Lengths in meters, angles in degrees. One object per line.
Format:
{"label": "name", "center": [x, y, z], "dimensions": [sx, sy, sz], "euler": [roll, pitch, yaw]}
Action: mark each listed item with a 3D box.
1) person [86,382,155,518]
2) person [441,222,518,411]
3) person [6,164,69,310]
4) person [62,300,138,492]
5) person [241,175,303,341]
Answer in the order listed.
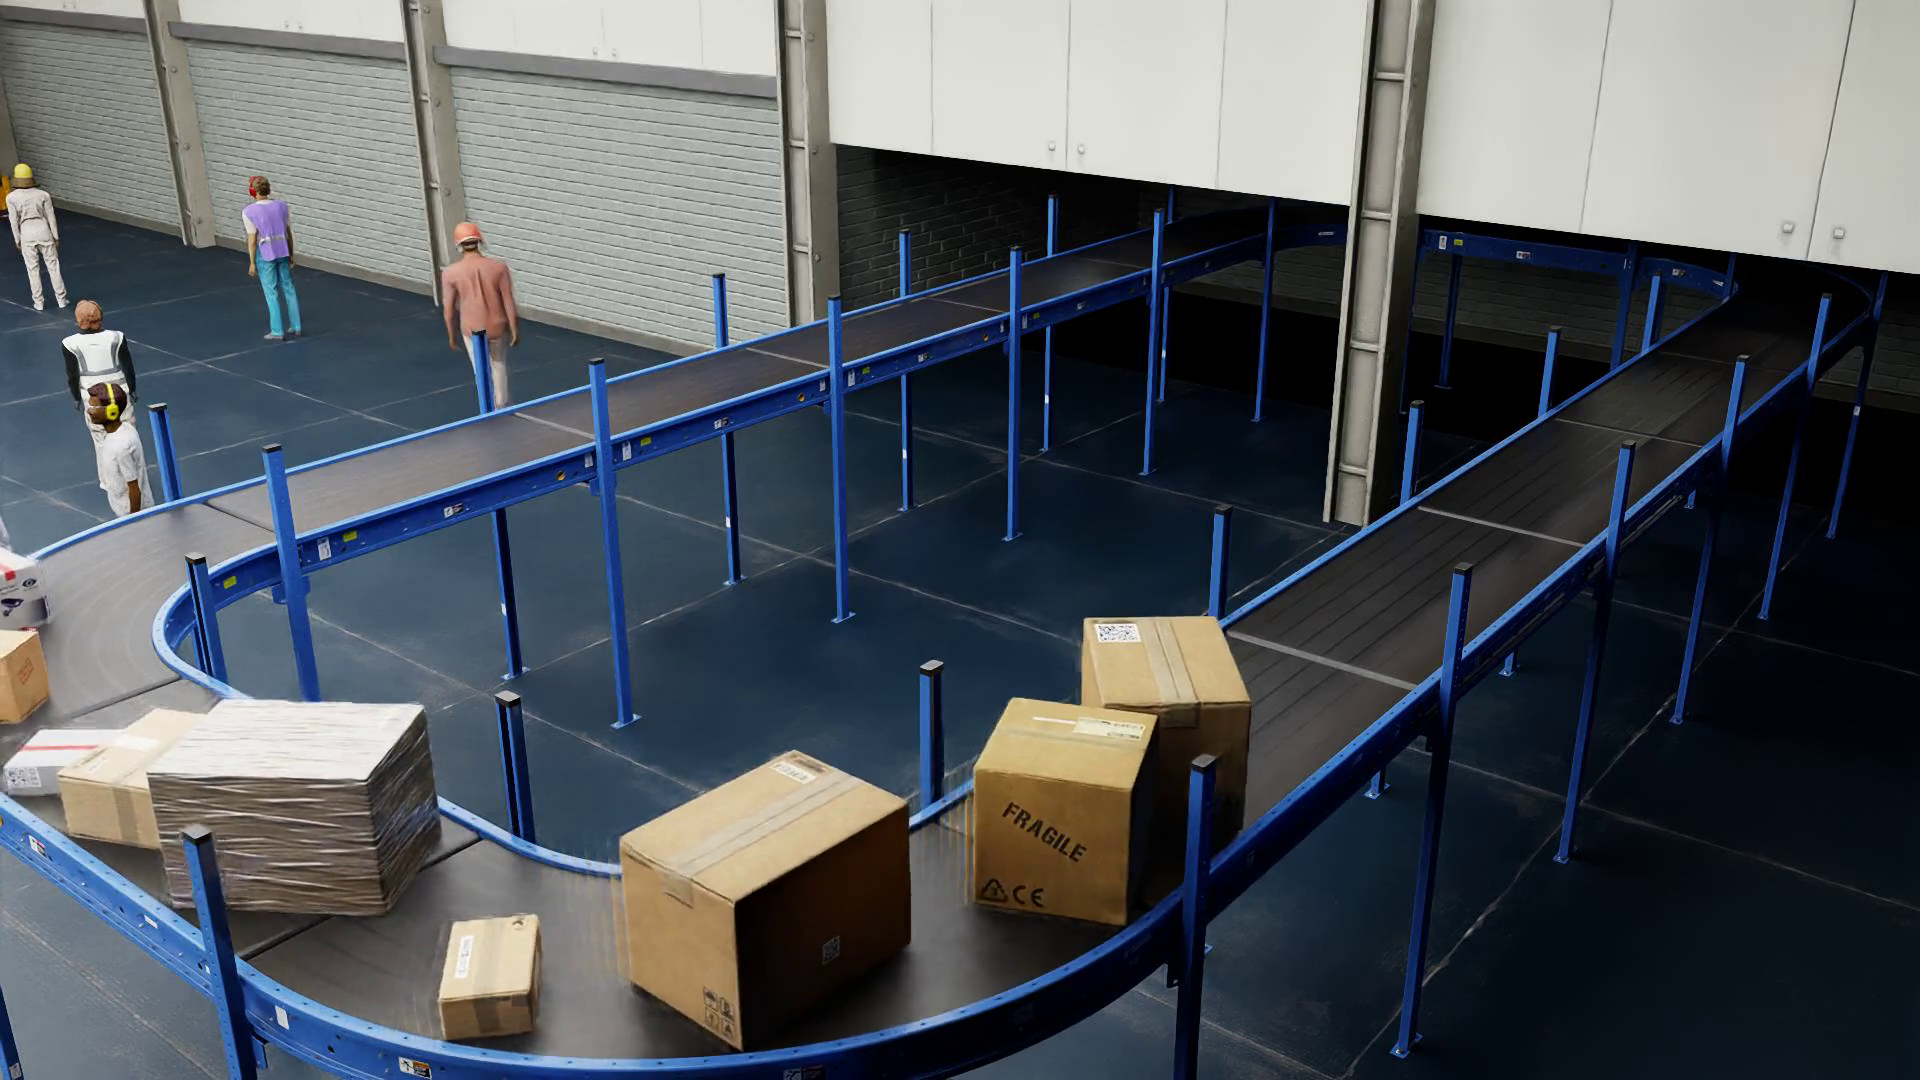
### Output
{"label": "person", "center": [-5.488, -0.139, 10.986], "dimensions": [0.325, 1.876, 0.521], "euler": [-11, 24, -26]}
{"label": "person", "center": [-4.491, -1.984, 15.555], "dimensions": [0.639, 1.953, 0.836], "euler": [-9, 23, -23]}
{"label": "person", "center": [-11.183, -3.670, 20.134], "dimensions": [0.493, 1.742, 0.301], "euler": [-12, 24, -27]}
{"label": "person", "center": [-7.201, -1.208, 14.018], "dimensions": [0.511, 1.640, 0.308], "euler": [-13, 25, -29]}
{"label": "person", "center": [-7.726, -3.161, 18.702], "dimensions": [0.373, 1.843, 0.570], "euler": [13, 25, 30]}
